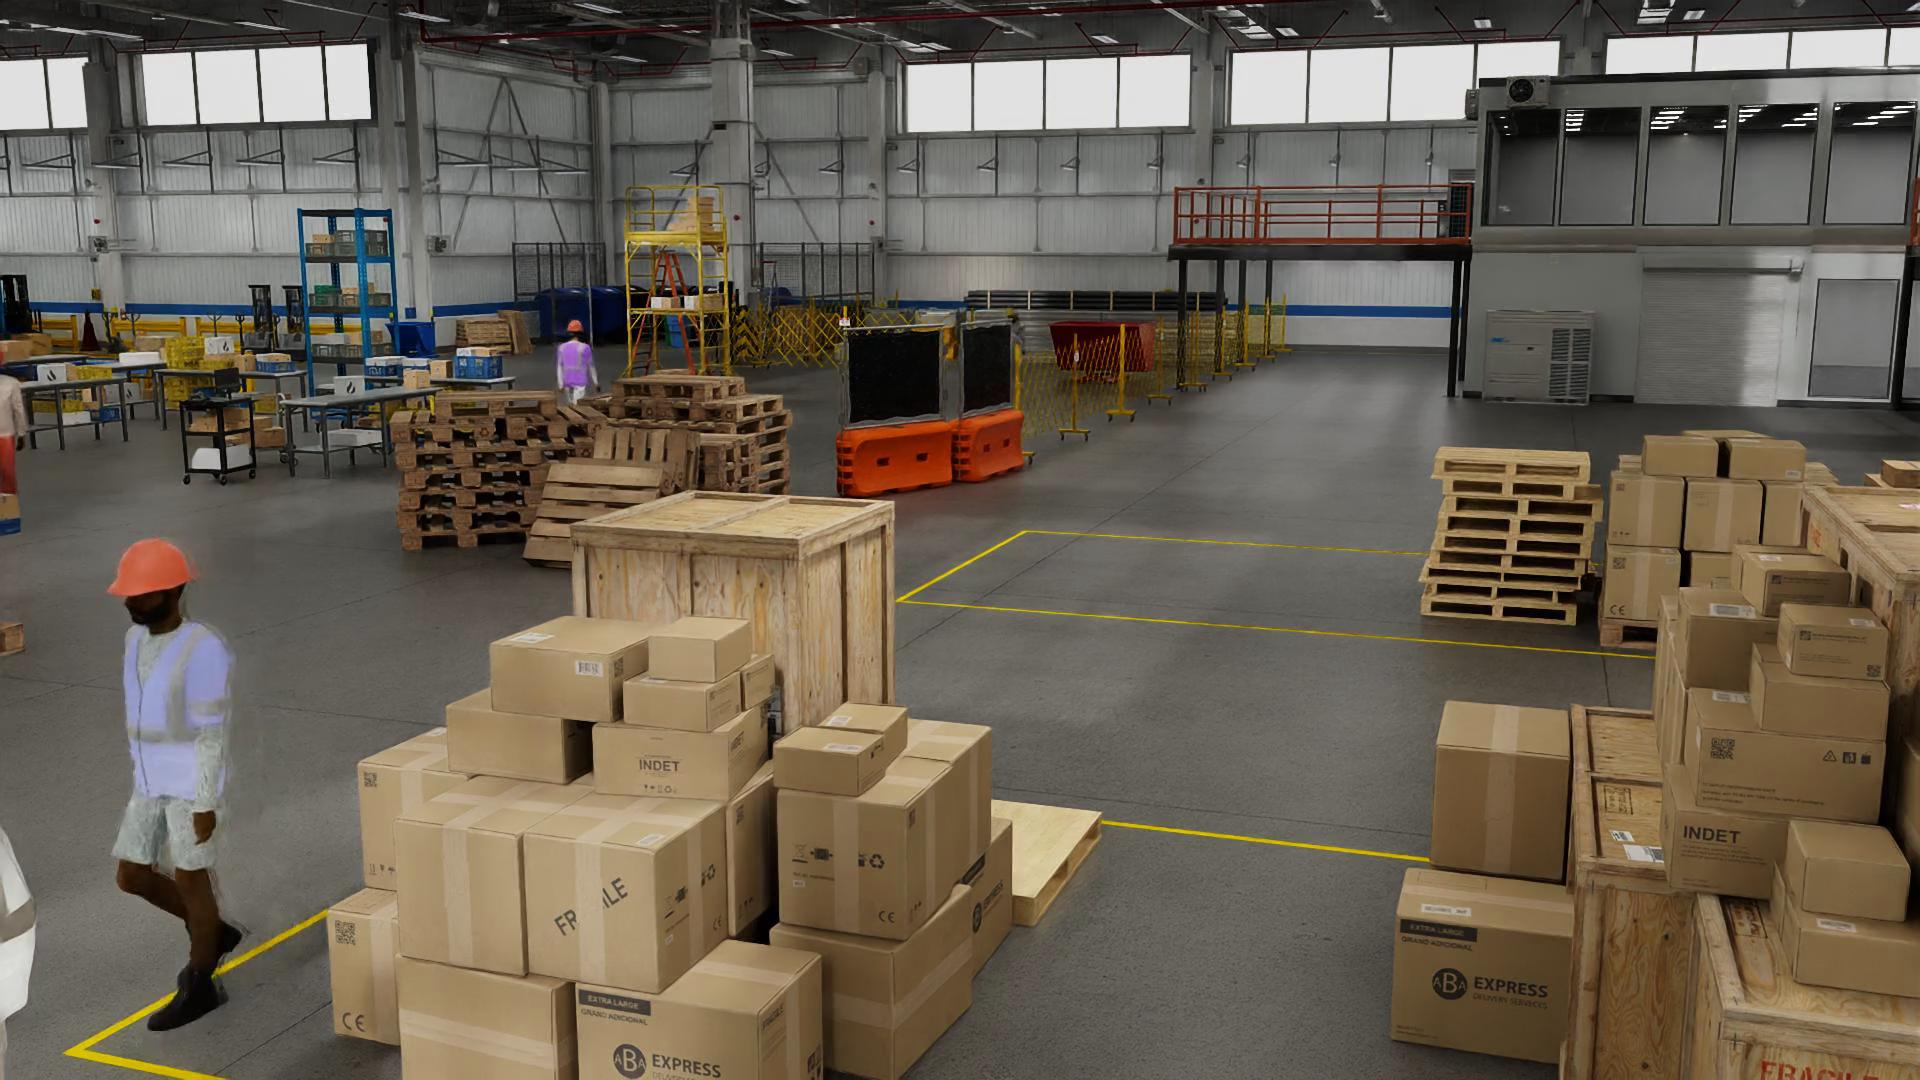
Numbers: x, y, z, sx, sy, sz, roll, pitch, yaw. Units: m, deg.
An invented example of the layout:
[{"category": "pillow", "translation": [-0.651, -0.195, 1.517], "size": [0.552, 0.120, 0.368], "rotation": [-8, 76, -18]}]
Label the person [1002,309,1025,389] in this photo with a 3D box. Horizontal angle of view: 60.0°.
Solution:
[{"category": "person", "translation": [1.122, -4.035, 35.154], "size": [0.478, 1.686, 0.948], "rotation": [2, 10, 12]}]

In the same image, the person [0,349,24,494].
[{"category": "person", "translation": [-10.434, -1.107, 17.910], "size": [0.648, 1.942, 0.925], "rotation": [-5, 11, -28]}]

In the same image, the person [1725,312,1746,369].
[{"category": "person", "translation": [18.280, -4.721, 39.178], "size": [0.498, 1.627, 0.288], "rotation": [6, 12, 30]}]

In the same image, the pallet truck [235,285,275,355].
[{"category": "pallet truck", "translation": [-18.327, -5.835, 44.421], "size": [0.823, 1.965, 1.885], "rotation": [4, 11, 23]}]

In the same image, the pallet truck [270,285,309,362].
[{"category": "pallet truck", "translation": [-17.147, -5.700, 43.663], "size": [0.823, 1.965, 1.885], "rotation": [3, 11, 17]}]

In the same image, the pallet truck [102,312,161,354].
[{"category": "pallet truck", "translation": [-23.057, -5.777, 46.261], "size": [0.680, 1.201, 1.601], "rotation": [3, 11, 19]}]

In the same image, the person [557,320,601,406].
[{"category": "person", "translation": [-5.837, -2.410, 25.467], "size": [0.561, 1.879, 1.013], "rotation": [4, 11, 20]}]

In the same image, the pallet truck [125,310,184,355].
[{"category": "pallet truck", "translation": [-22.038, -5.665, 45.457], "size": [0.704, 1.261, 1.522], "rotation": [3, 11, 17]}]

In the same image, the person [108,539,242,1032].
[{"category": "person", "translation": [-3.054, 0.940, 6.476], "size": [0.551, 1.927, 0.416], "rotation": [5, 11, 27]}]

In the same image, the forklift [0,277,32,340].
[{"category": "forklift", "translation": [-27.151, -6.329, 46.328], "size": [1.157, 1.987, 2.680], "rotation": [3, 11, 17]}]

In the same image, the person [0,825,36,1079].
[{"category": "person", "translation": [-2.729, 1.255, 4.577], "size": [0.368, 1.967, 0.603], "rotation": [-5, 11, -28]}]

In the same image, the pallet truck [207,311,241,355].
[{"category": "pallet truck", "translation": [-19.537, -5.575, 44.913], "size": [0.653, 1.274, 1.630], "rotation": [3, 11, 19]}]
